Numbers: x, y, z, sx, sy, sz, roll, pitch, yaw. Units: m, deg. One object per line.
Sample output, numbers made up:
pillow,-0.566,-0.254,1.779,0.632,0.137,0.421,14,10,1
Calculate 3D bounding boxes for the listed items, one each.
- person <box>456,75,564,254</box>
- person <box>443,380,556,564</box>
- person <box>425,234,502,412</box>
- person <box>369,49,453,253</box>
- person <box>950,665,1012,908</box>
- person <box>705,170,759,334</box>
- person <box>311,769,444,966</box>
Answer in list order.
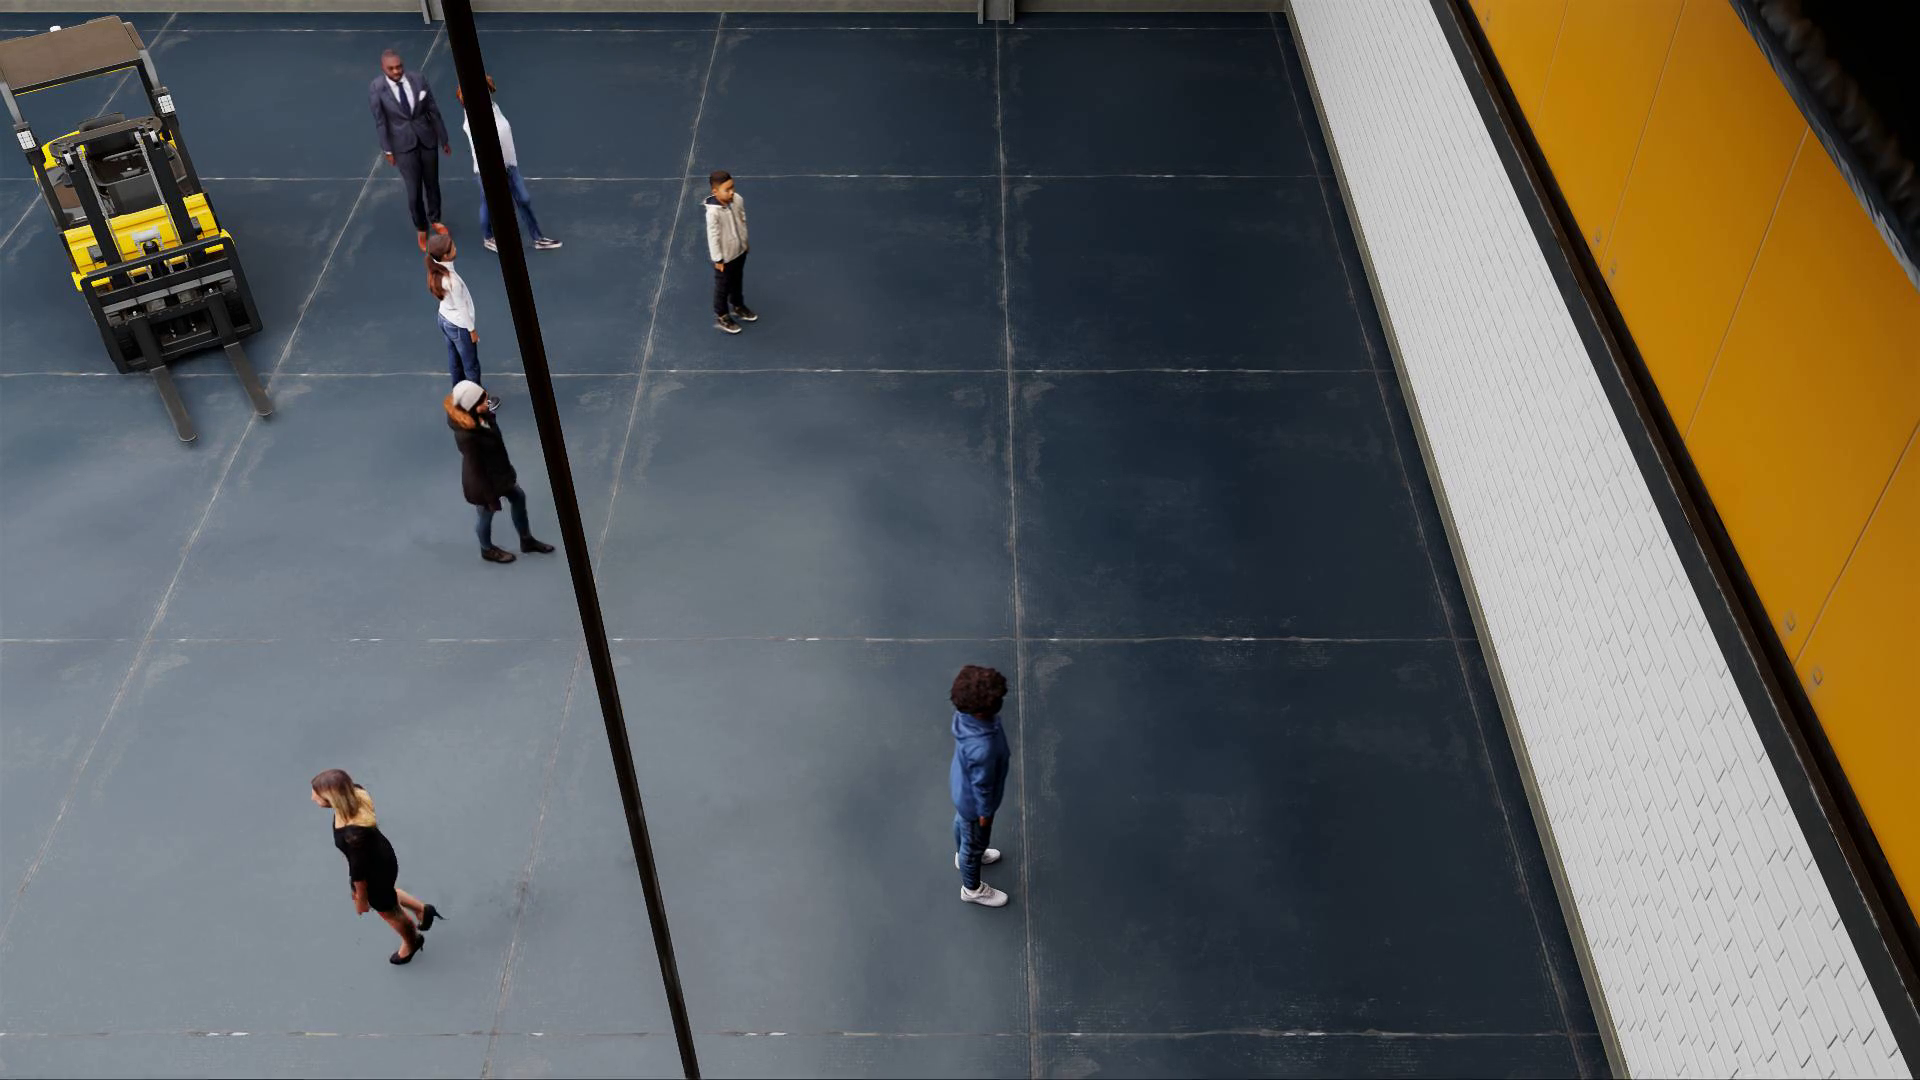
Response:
person,-4.089,-3.231,14.323,1.069,1.683,0.909,18,47,18
person,-3.327,-0.453,11.455,0.771,1.617,0.683,4,44,5
person,-3.874,-1.661,12.769,0.616,1.554,0.676,34,53,31
person,-4.775,-3.462,14.472,0.817,1.813,0.901,-26,49,-24
person,0.097,1.373,9.398,0.572,1.811,0.682,-3,44,-3
person,-1.903,-2.385,13.603,0.664,1.452,0.652,21,48,21
person,-3.108,1.775,9.082,0.748,1.665,0.684,-18,46,-18
